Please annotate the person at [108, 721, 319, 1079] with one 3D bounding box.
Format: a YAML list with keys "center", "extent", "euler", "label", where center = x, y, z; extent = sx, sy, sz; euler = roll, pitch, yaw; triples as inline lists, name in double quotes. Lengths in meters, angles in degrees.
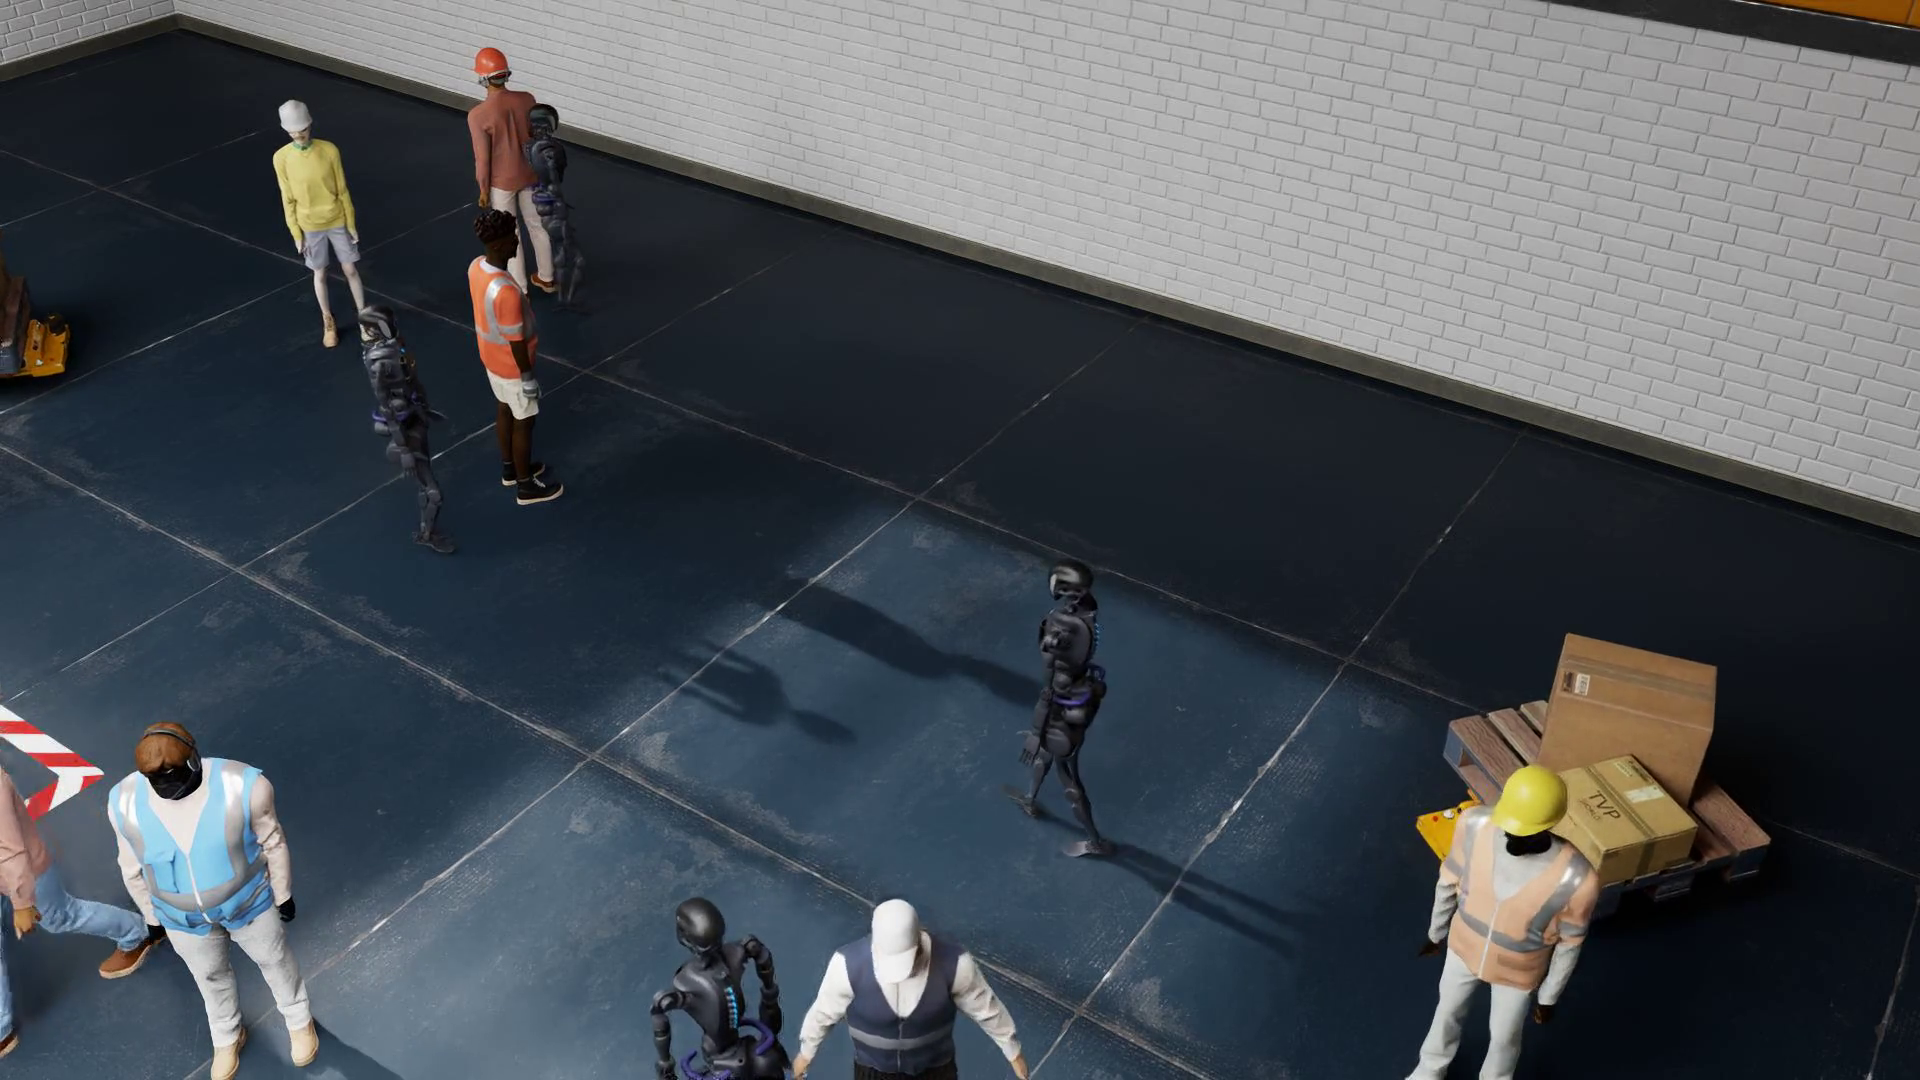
- center: [-3.023, 1.477, 6.783]
  extent: [0.624, 1.844, 0.429]
  euler: [-9, 36, -12]
  label: "person"

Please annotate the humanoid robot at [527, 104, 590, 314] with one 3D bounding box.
- center: [-3.059, -2.507, 12.627]
  extent: [0.360, 1.649, 0.589]
  euler: [-13, 37, -18]
  label: "humanoid robot"

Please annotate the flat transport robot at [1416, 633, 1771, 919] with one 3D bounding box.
- center: [3.060, 1.430, 8.220]
  extent: [1.431, 0.231, 0.659]
  euler: [-10, 36, -14]
  label: "flat transport robot"

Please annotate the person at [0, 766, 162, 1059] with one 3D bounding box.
- center: [-3.986, 1.319, 6.934]
  extent: [0.641, 1.933, 0.996]
  euler: [16, 38, 22]
  label: "person"

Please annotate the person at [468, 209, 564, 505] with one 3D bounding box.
- center: [-2.806, -1.142, 10.423]
  extent: [0.367, 1.959, 0.604]
  euler: [-20, 40, -26]
  label: "person"

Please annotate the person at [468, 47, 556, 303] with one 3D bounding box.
- center: [-3.437, -2.775, 12.726]
  extent: [0.380, 1.993, 0.620]
  euler: [25, 42, 31]
  label: "person"

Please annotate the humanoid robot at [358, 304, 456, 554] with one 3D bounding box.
- center: [-3.314, -0.685, 10.017]
  extent: [0.350, 1.652, 0.600]
  euler: [0, 35, 0]
  label: "humanoid robot"

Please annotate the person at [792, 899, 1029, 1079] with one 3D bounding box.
- center: [-0.184, 1.942, 6.205]
  extent: [0.896, 1.734, 0.503]
  euler: [-4, 35, -6]
  label: "person"

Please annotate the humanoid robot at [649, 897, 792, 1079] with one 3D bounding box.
- center: [-0.877, 2.006, 6.180]
  extent: [0.601, 1.636, 0.622]
  euler: [-29, 44, -35]
  label: "humanoid robot"

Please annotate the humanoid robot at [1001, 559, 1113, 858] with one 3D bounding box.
- center: [0.480, 0.785, 7.938]
  extent: [0.674, 1.632, 0.584]
  euler: [16, 38, 21]
  label: "humanoid robot"

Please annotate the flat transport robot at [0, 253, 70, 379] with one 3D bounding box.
- center: [-7.326, -1.324, 12.155]
  extent: [1.431, 0.231, 0.659]
  euler: [-12, 37, -17]
  label: "flat transport robot"

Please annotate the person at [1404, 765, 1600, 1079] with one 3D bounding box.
- center: [2.087, 1.620, 6.503]
  extent: [0.592, 1.924, 0.377]
  euler: [26, 43, 32]
  label: "person"

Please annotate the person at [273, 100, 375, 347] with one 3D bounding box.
- center: [-4.665, -2.315, 12.167]
  extent: [0.482, 1.884, 0.389]
  euler: [-14, 37, -20]
  label: "person"
